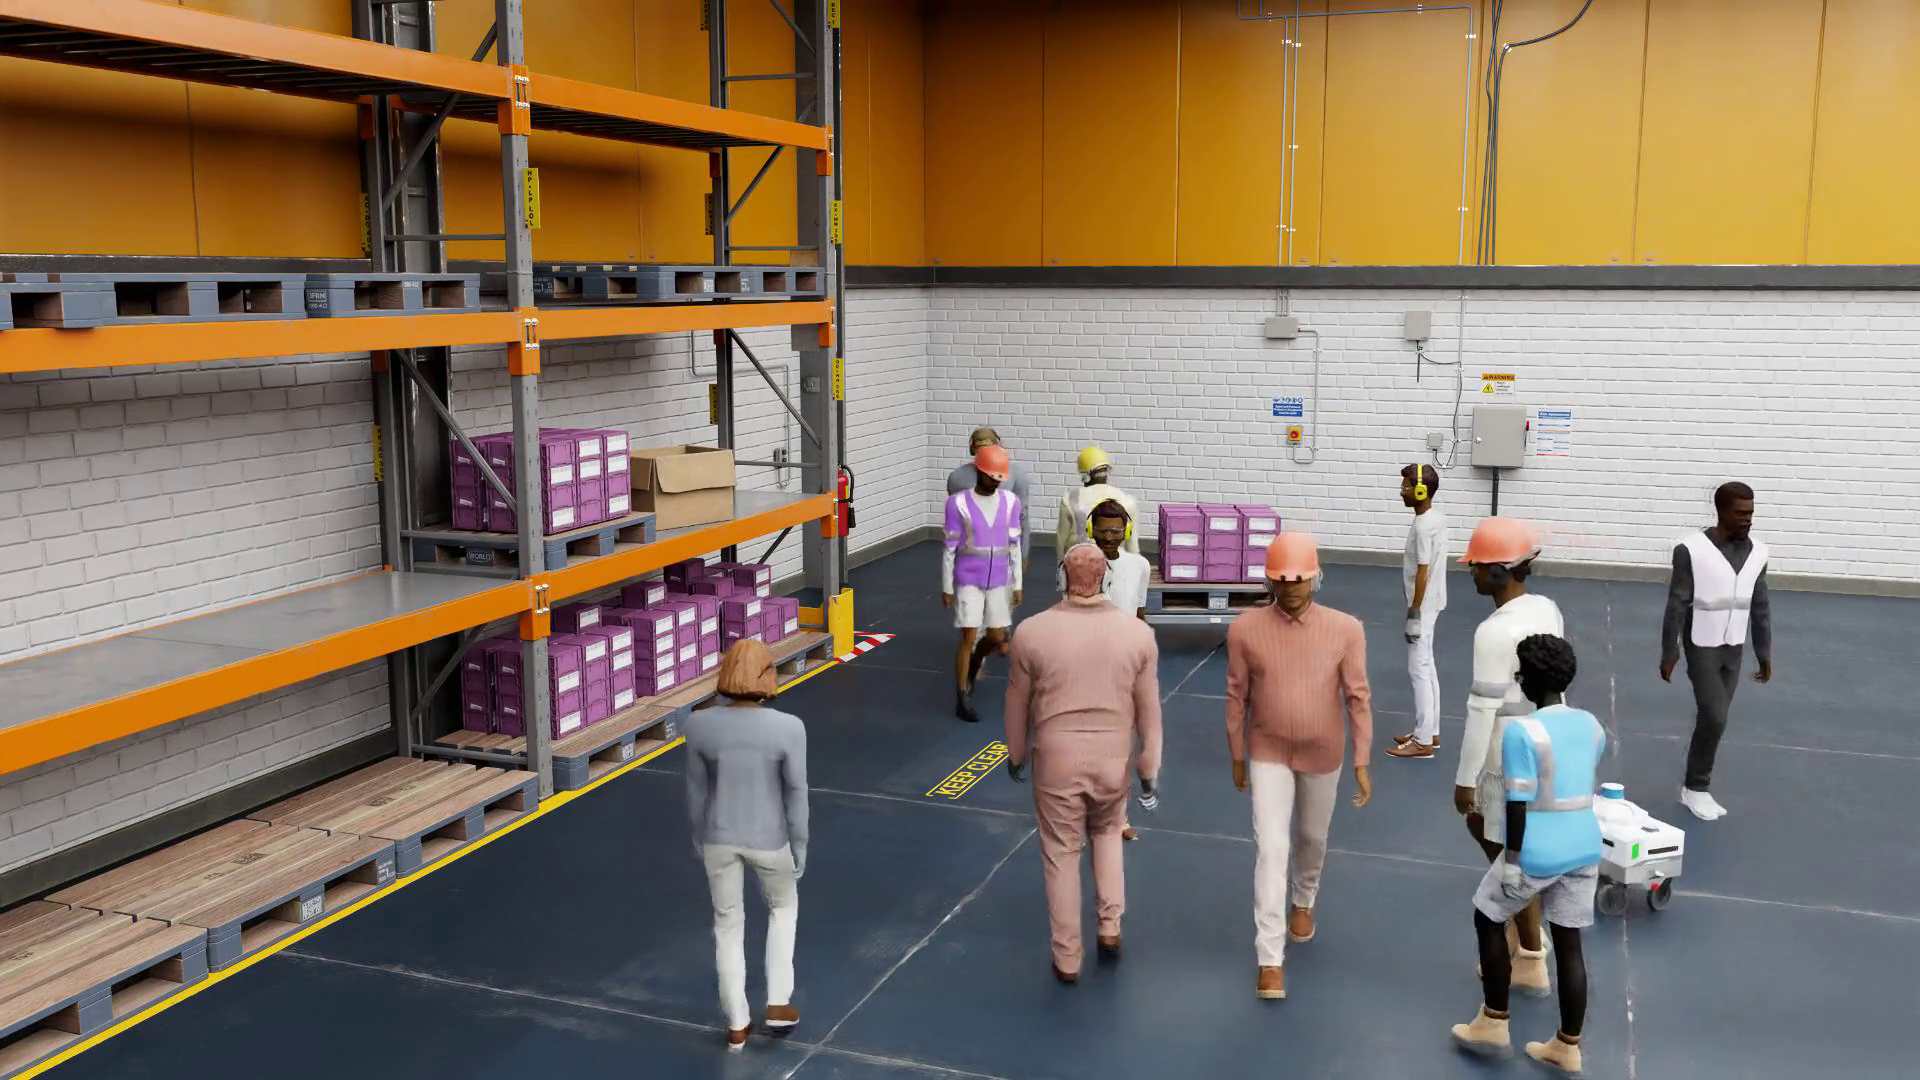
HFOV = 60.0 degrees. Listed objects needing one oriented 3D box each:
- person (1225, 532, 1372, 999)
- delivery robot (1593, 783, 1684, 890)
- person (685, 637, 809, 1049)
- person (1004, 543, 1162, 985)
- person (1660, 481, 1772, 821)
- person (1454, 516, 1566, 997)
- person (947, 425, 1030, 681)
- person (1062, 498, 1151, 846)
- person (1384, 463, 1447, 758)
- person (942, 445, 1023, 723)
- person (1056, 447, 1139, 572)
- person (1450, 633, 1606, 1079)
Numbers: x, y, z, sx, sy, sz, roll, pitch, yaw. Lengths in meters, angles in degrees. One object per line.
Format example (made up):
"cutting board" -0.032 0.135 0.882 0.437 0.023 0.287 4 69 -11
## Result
"person" 1.470 0.918 7.277 0.621 1.952 1.014 2 9 9
"delivery robot" 3.169 1.429 8.102 0.477 0.478 0.707 -3 10 -20
"person" -0.836 1.188 6.575 0.513 1.616 0.423 1 9 4
"person" 0.524 0.959 7.222 0.644 1.882 0.588 -1 9 -7
"person" 4.245 0.621 9.246 0.629 1.900 0.556 -3 10 -19
"person" 2.339 0.911 7.036 0.543 2.021 0.664 7 12 39
"person" 0.214 0.074 12.637 0.640 1.918 0.675 1 9 7
"person" 0.780 0.698 8.882 0.528 1.865 0.313 -2 9 -13
"person" 2.904 0.442 10.514 0.317 1.860 0.509 4 10 22
"person" 0.117 0.268 11.486 0.574 1.899 0.669 -4 10 -23
"person" 1.009 0.203 12.278 0.596 1.779 0.936 -2 9 -12
"person" 2.214 1.190 6.381 0.543 1.669 0.580 -5 10 -27
